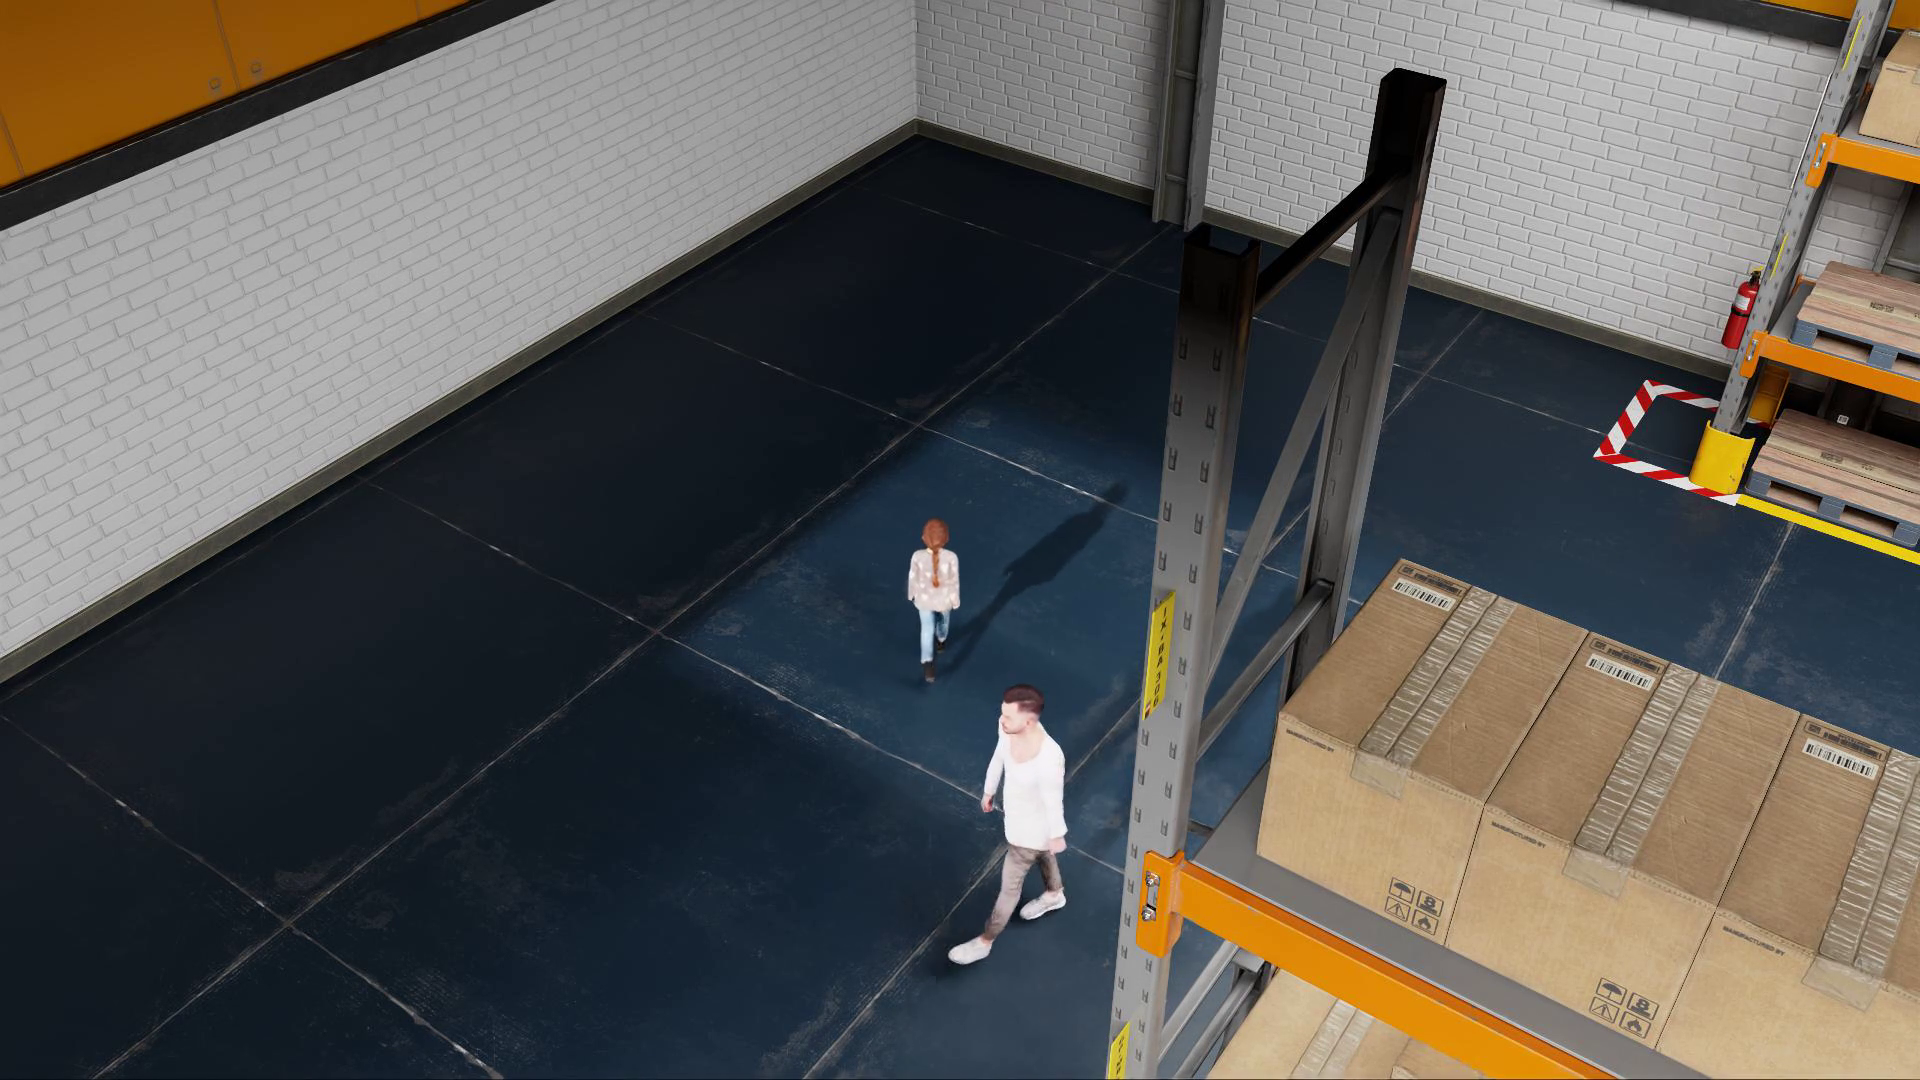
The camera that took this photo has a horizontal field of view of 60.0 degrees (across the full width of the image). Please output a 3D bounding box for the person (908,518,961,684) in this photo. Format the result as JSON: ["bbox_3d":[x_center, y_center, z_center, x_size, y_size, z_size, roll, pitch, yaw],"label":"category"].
[{"bbox_3d":[-0.169,0.390,10.602,0.829,1.177,0.812,1,39,1],"label":"person"}]

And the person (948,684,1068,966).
[{"bbox_3d":[0.432,1.425,8.805,1.039,1.803,1.096,-18,42,-21],"label":"person"}]
